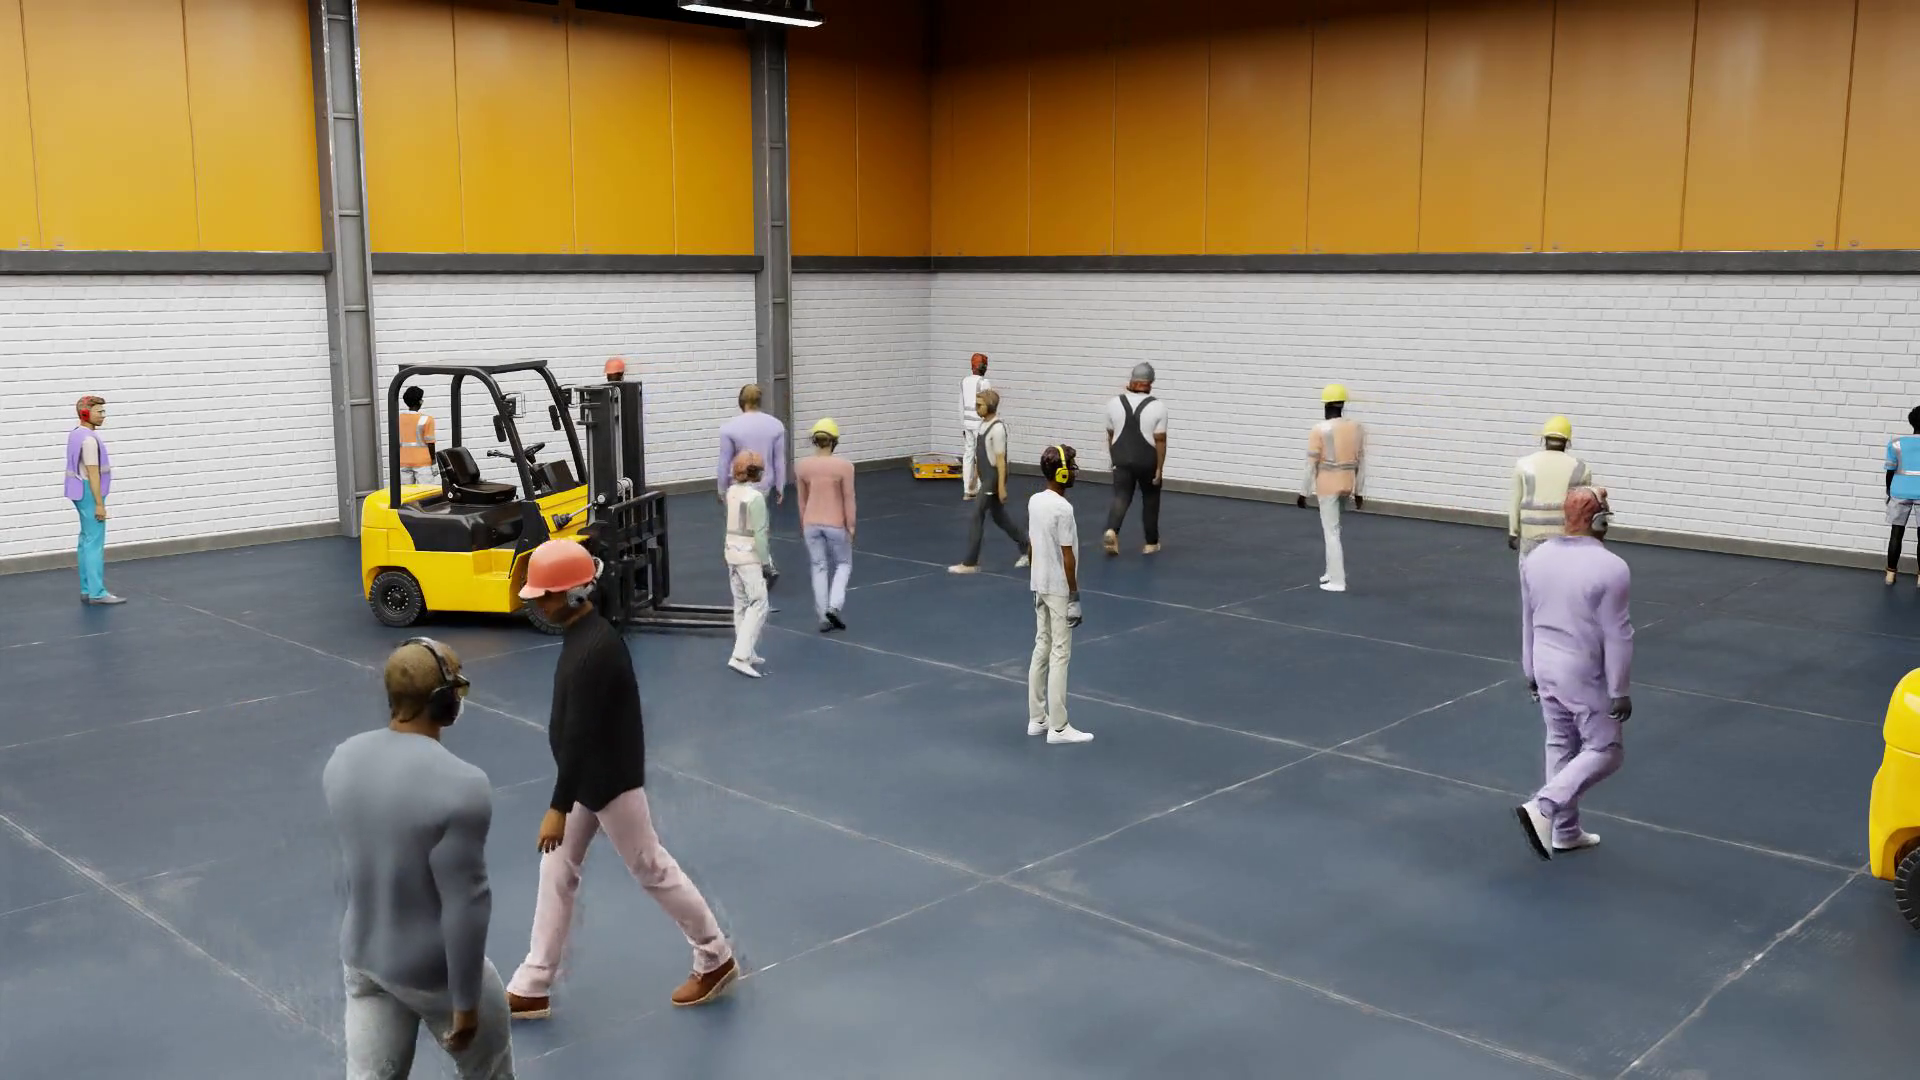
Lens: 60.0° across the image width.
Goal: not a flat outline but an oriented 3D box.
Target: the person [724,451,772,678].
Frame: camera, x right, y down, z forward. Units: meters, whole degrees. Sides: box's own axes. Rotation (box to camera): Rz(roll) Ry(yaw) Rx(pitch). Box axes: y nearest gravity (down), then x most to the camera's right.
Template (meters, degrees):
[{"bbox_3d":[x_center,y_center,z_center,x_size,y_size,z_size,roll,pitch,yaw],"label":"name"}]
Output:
[{"bbox_3d":[-1.569,0.170,12.120,0.414,1.632,0.641,-5,11,-29],"label":"person"}]

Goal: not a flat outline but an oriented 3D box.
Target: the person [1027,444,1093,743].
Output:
[{"bbox_3d":[0.608,0.334,10.390,0.328,1.872,0.514,-5,10,-27],"label":"person"}]

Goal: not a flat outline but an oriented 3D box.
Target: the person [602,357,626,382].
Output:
[{"bbox_3d":[-4.051,-1.223,19.778,0.563,1.918,0.464,8,12,39],"label":"person"}]

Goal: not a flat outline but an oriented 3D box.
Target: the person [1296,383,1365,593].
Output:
[{"bbox_3d":[3.375,-0.481,15.286,0.591,1.904,0.674,-6,11,-32],"label":"person"}]

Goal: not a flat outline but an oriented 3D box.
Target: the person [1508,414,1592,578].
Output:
[{"bbox_3d":[4.645,-0.081,13.101,0.610,1.814,0.438,3,10,19],"label":"person"}]

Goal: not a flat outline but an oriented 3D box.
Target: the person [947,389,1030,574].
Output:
[{"bbox_3d":[0.358,-0.574,16.170,0.926,1.812,0.525,-2,9,-11],"label":"person"}]

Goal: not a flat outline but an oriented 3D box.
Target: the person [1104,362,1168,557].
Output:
[{"bbox_3d":[1.801,-0.839,17.057,0.677,2.000,0.862,4,10,24],"label":"person"}]

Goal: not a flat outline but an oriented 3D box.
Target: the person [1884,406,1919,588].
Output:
[{"bbox_3d":[8.864,-0.404,15.444,0.536,1.697,0.318,7,12,38],"label":"person"}]

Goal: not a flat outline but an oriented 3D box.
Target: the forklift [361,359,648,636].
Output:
[{"bbox_3d":[-3.850,-0.407,13.936,2.313,2.155,1.214,2,9,11],"label":"forklift"}]

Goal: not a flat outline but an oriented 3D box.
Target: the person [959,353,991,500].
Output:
[{"bbox_3d":[0.227,-1.432,21.164,0.355,1.887,0.574,-8,12,-42],"label":"person"}]

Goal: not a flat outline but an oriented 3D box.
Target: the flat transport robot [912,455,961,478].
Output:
[{"bbox_3d":[-0.341,-1.060,23.823,0.652,0.197,1.431,0,9,-3],"label":"flat transport robot"}]

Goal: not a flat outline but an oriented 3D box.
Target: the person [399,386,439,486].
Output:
[{"bbox_3d":[-5.885,-0.817,17.994,0.537,1.693,0.319,3,10,19],"label":"person"}]

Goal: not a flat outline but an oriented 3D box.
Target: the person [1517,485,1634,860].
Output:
[{"bbox_3d":[3.025,0.672,8.240,0.582,1.890,0.663,-4,10,-23],"label":"person"}]

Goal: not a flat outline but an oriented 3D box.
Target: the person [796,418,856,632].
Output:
[{"bbox_3d":[-1.080,-0.122,13.553,0.522,1.744,0.402,2,10,13],"label":"person"}]

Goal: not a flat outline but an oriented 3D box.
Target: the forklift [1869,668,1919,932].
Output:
[{"bbox_3d":[5.205,0.723,7.013,2.313,2.155,1.214,9,13,43],"label":"forklift"}]

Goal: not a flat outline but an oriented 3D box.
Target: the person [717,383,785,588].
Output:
[{"bbox_3d":[-1.910,-0.507,15.463,0.638,1.905,0.983,-6,11,-32],"label":"person"}]

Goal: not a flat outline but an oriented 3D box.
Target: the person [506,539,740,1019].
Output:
[{"bbox_3d":[-1.371,0.942,6.523,1.064,1.935,0.621,-4,10,-21],"label":"person"}]

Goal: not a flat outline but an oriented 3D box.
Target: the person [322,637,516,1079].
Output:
[{"bbox_3d":[-1.525,1.207,4.924,0.651,1.892,0.969,5,10,26],"label":"person"}]

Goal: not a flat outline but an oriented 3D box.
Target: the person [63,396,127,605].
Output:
[{"bbox_3d":[-7.661,-0.346,14.643,0.390,1.841,0.563,-7,12,-37],"label":"person"}]
